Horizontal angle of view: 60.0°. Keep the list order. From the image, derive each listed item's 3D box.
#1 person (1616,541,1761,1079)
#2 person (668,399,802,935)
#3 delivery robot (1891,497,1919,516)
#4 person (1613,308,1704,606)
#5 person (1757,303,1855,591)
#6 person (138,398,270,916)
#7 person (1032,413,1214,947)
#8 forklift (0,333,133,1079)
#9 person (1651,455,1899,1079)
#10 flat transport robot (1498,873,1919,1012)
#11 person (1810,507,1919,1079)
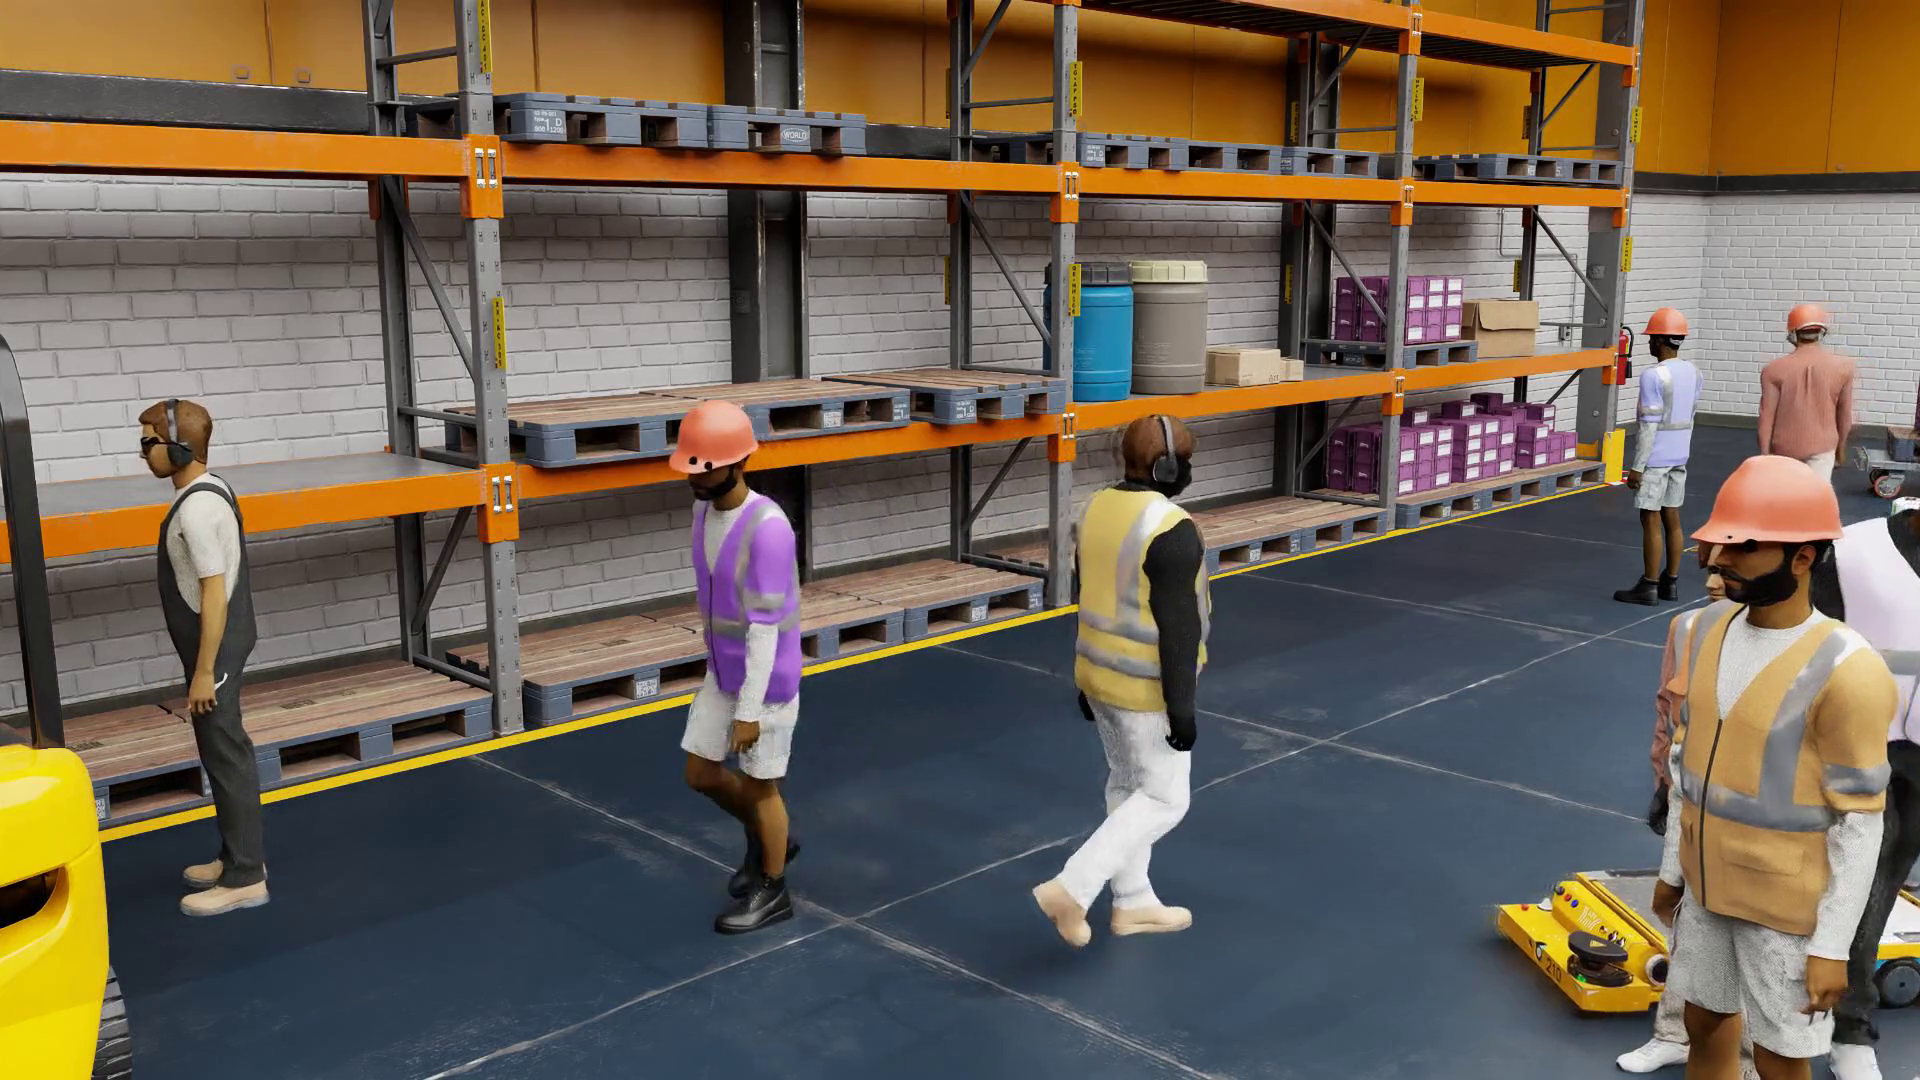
[{"bbox_3d":[2.110,0.765,4.566,0.315,1.640,0.515,-5,11,-24],"label":"person"},{"bbox_3d":[-0.730,0.459,5.542,0.588,1.887,0.596,-10,14,-43],"label":"person"},{"bbox_3d":[7.356,-0.174,12.390,0.707,0.478,0.477,9,14,42],"label":"delivery robot"},{"bbox_3d":[4.554,-0.536,10.850,0.544,1.939,0.354,-7,13,-35],"label":"person"},{"bbox_3d":[5.798,-0.644,11.413,0.616,1.955,0.994,3,11,17],"label":"person"},{"bbox_3d":[-2.684,0.412,5.933,0.327,1.842,0.517,-4,11,-20],"label":"person"},{"bbox_3d":[0.530,0.494,5.530,0.605,1.833,0.651,-4,11,-21],"label":"person"},{"bbox_3d":[-3.289,0.485,4.582,1.214,2.155,2.313,-10,14,-44],"label":"forklift"},{"bbox_3d":[1.752,0.774,3.702,0.374,1.939,0.545,-3,11,-15],"label":"person"},{"bbox_3d":[2.592,1.287,5.457,1.431,0.197,0.652,-1,10,-5],"label":"flat transport robot"},{"bbox_3d":[2.708,0.617,4.708,0.622,1.878,0.871,1,10,8],"label":"person"}]
